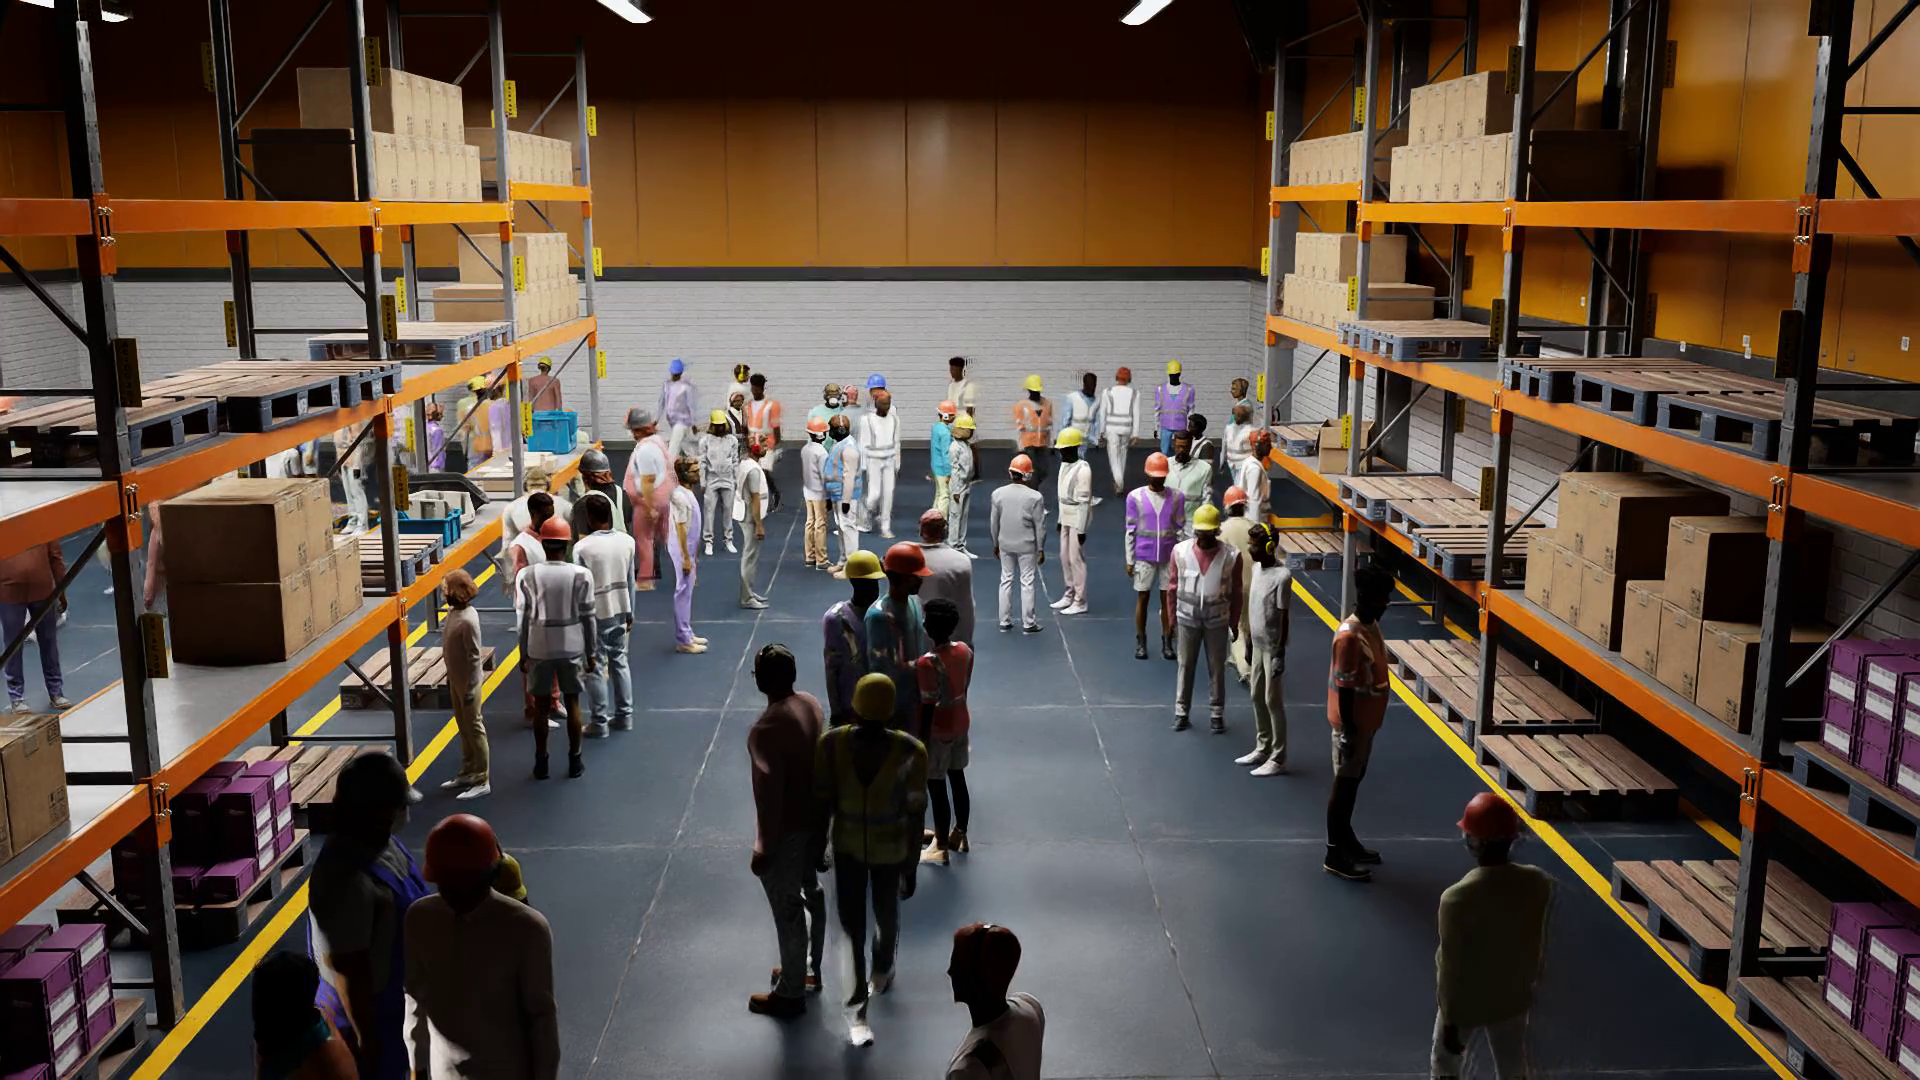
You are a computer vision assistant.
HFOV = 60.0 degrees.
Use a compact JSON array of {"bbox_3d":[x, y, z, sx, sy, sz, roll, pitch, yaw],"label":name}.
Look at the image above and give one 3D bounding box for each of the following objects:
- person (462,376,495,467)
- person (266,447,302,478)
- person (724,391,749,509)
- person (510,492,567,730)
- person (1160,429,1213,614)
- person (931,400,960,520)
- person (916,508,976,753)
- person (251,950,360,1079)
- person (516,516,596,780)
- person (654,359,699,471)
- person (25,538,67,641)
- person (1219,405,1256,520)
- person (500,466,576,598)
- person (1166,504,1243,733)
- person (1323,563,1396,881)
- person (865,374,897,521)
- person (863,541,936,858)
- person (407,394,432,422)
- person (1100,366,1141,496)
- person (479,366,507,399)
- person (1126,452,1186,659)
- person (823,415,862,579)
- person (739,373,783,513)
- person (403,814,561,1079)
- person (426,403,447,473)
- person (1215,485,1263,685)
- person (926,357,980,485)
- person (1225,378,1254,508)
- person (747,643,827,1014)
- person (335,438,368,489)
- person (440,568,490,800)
[{"bbox_3d":[-6.297,-1.227,22.109,0.615,1.910,0.425,-7,13,-31],"label":"person"},{"bbox_3d":[-7.399,-0.406,18.167,0.507,1.842,0.351,5,12,23],"label":"person"},{"bbox_3d":[-3.045,-1.216,22.741,0.522,1.638,0.310,-10,15,-41],"label":"person"},{"bbox_3d":[-3.329,0.556,13.197,0.404,1.906,0.598,3,12,17],"label":"person"},{"bbox_3d":[2.257,-0.180,16.864,0.590,1.912,0.391,4,12,19],"label":"person"},{"bbox_3d":[-0.182,-0.894,20.876,0.354,1.737,0.575,-2,12,-12],"label":"person"},{"bbox_3d":[-0.181,0.706,12.433,0.645,1.906,0.403,3,12,16],"label":"person"},{"bbox_3d":[-2.065,2.128,5.395,0.403,1.873,0.764,-7,13,-32],"label":"person"},{"bbox_3d":[-2.912,0.782,12.026,0.551,1.922,0.391,-3,12,-15],"label":"person"},{"bbox_3d":[-4.232,-1.792,25.039,0.632,1.889,1.043,11,15,43],"label":"person"},{"bbox_3d":[-8.917,0.051,16.045,0.494,1.806,0.998,-2,11,-10],"label":"person"},{"bbox_3d":[3.675,-0.975,21.649,0.872,1.595,0.501,-9,14,-37],"label":"person"},{"bbox_3d":[-3.625,0.305,14.377,0.650,1.924,0.420,0,11,-1],"label":"person"},{"bbox_3d":[1.912,0.615,13.083,0.599,1.827,0.404,3,12,14],"label":"person"},{"bbox_3d":[2.475,1.106,10.289,0.383,1.956,0.614,5,12,25],"label":"person"},{"bbox_3d":[-1.083,-1.229,22.027,0.384,1.949,0.603,-11,15,-43],"label":"person"},{"bbox_3d":[-0.367,1.006,10.613,0.404,2.035,0.606,6,13,26],"label":"person"},{"bbox_3d":[-8.141,-1.791,25.148,0.381,1.837,0.565,1,11,5],"label":"person"},{"bbox_3d":[2.326,-1.571,24.032,0.568,1.864,0.901,-1,11,-4],"label":"person"},{"bbox_3d":[-7.661,-2.353,27.432,0.537,2.000,0.682,4,12,17],"label":"person"},{"bbox_3d":[1.789,0.146,15.195,0.549,1.927,0.393,-1,11,-3],"label":"person"},{"bbox_3d":[-1.313,-0.491,18.622,0.429,1.836,0.629,-3,12,-16],"label":"person"},{"bbox_3d":[-2.639,-1.264,22.200,0.645,1.945,0.436,8,14,35],"label":"person"},{"bbox_3d":[-1.755,1.935,6.076,0.620,1.985,0.408,3,12,16],"label":"person"},{"bbox_3d":[-6.767,-0.950,21.433,0.313,1.631,0.527,-8,14,-36],"label":"person"},{"bbox_3d":[2.457,0.386,14.553,0.569,1.711,0.854,-2,11,-10],"label":"person"},{"bbox_3d":[-0.060,-1.759,24.765,0.987,1.909,0.627,-10,15,-40],"label":"person"},{"bbox_3d":[3.815,-1.285,22.606,0.341,1.839,0.501,1,11,3],"label":"person"},{"bbox_3d":[-0.898,1.472,8.519,0.379,1.937,0.629,4,12,19],"label":"person"},{"bbox_3d":[-8.915,-1.680,24.254,0.545,1.961,0.641,1,11,5],"label":"person"},{"bbox_3d":[-3.487,0.996,11.657,0.287,1.635,0.500,-8,14,-34],"label":"person"}]
